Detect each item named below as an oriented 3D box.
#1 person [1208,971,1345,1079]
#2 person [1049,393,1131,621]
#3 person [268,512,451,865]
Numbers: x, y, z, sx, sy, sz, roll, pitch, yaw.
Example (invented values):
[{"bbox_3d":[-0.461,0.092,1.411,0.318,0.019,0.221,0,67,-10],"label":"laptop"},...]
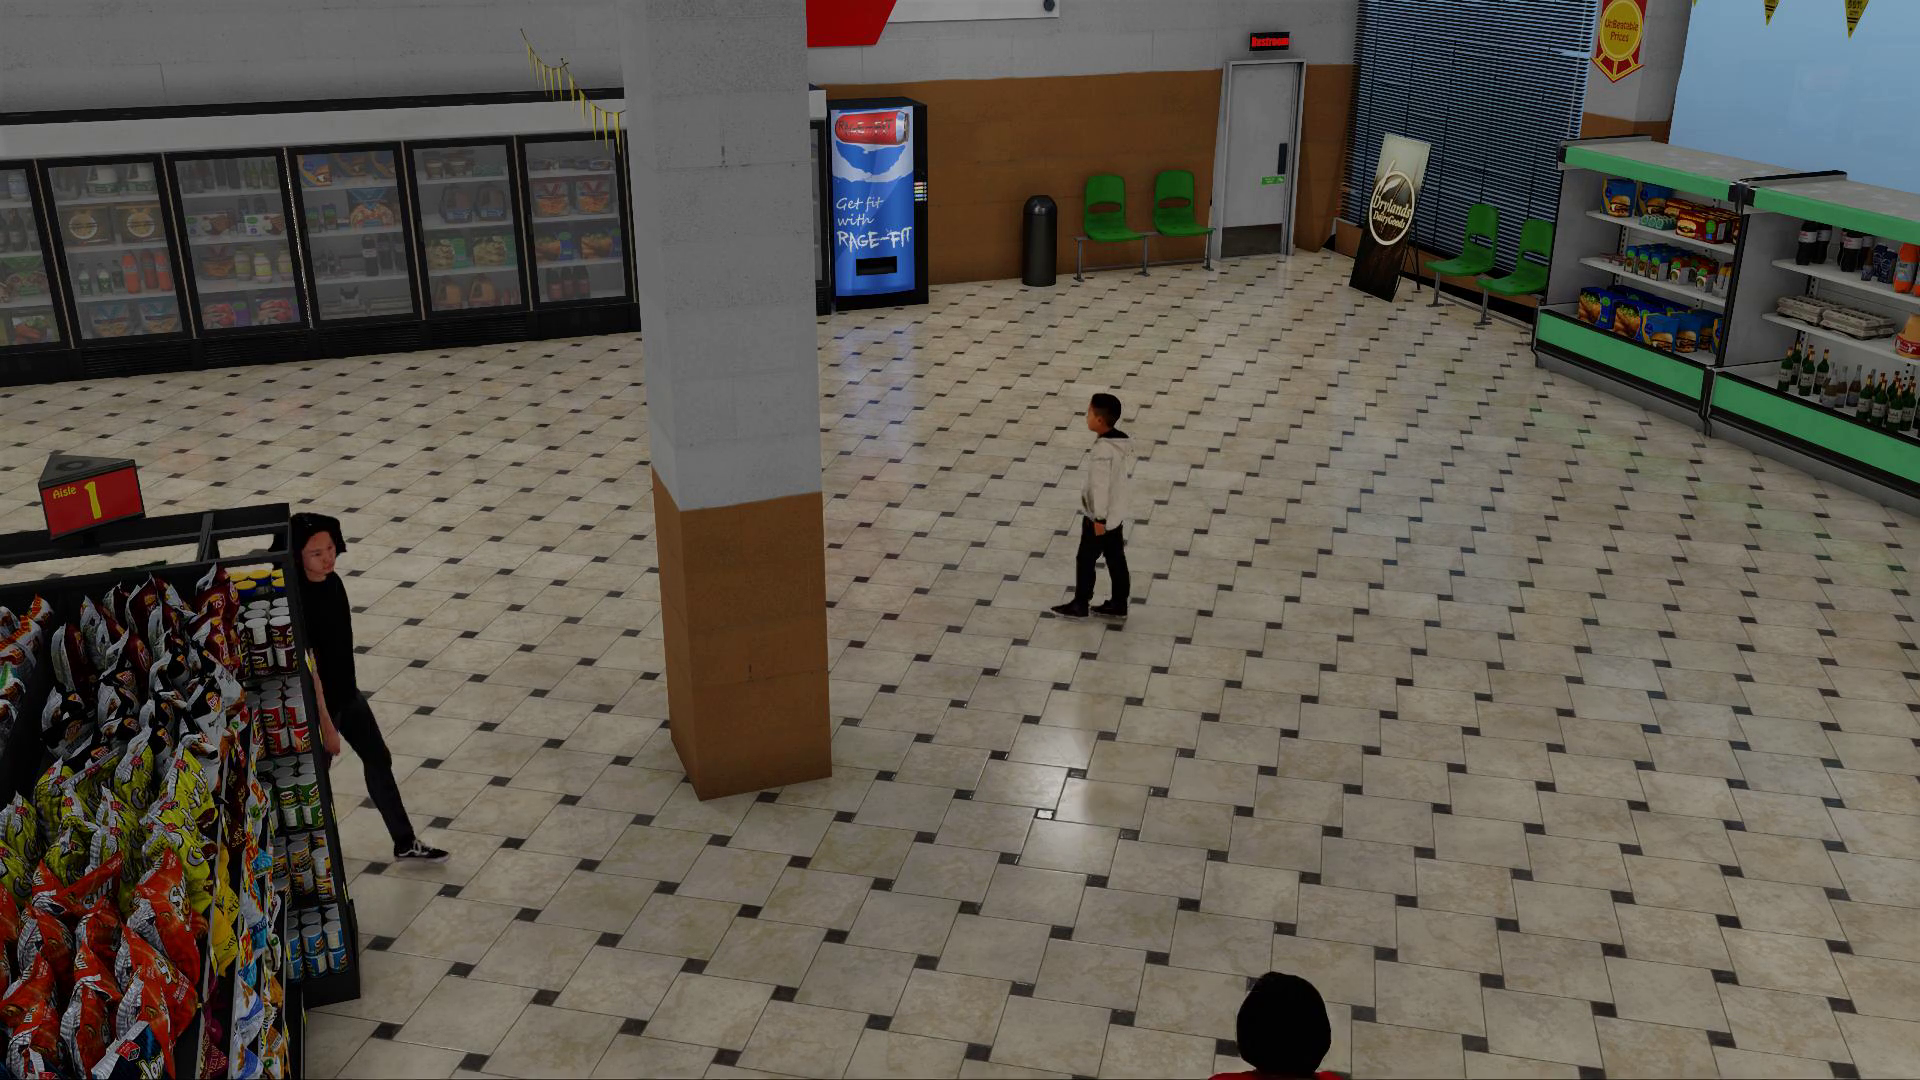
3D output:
[{"bbox_3d":[0.817,1.962,4.404,0.834,1.719,1.058,1,22,2],"label":"person"},{"bbox_3d":[0.945,-0.171,10.086,0.857,1.441,0.801,6,23,16],"label":"person"},{"bbox_3d":[-2.922,0.714,7.422,1.028,1.784,1.195,1,22,1],"label":"person"}]
